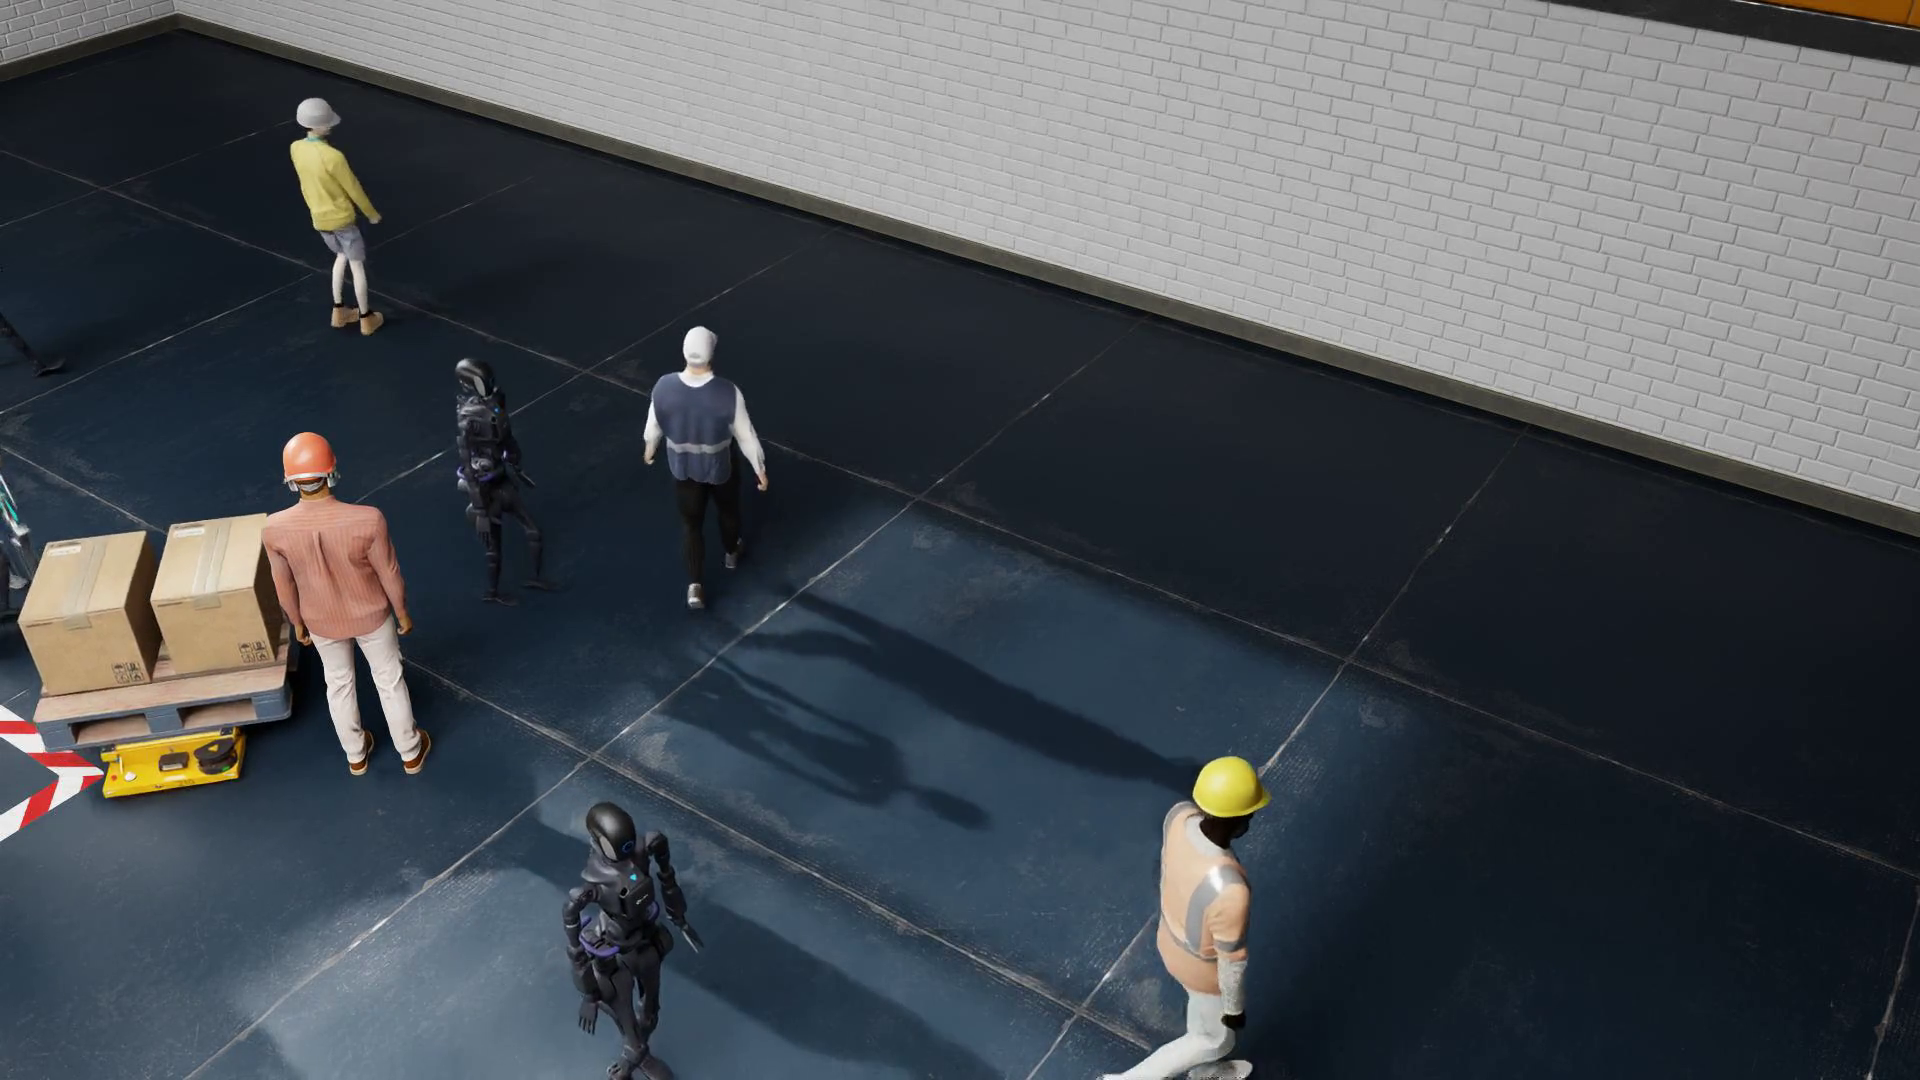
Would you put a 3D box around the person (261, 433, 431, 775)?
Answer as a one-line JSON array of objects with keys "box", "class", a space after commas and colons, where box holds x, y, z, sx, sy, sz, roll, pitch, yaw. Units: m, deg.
[{"box": [-3.038, 0.352, 8.269, 0.610, 1.986, 0.401, -3, 35, -4], "class": "person"}]

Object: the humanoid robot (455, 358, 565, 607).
[{"box": [-2.642, -0.294, 9.466, 0.421, 1.643, 0.585, 6, 35, 8], "class": "humanoid robot"}]

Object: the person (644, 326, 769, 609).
[{"box": [-1.484, -0.432, 9.608, 0.746, 1.727, 0.805, 0, 35, 0], "class": "person"}]

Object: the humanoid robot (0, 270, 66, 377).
[{"box": [-6.956, -1.879, 11.755, 0.762, 1.629, 0.595, -13, 37, -18], "class": "humanoid robot"}]

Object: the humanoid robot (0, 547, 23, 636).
[{"box": [-5.604, -0.155, 9.254, 0.344, 1.638, 0.602, -6, 35, -9], "class": "humanoid robot"}]

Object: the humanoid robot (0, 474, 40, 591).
[{"box": [-5.744, -0.363, 9.567, 0.752, 1.842, 0.557, 27, 43, 33], "class": "humanoid robot"}]

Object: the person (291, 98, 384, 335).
[{"box": [-4.593, -2.388, 12.286, 0.518, 1.867, 0.501, 16, 38, 22], "class": "person"}]

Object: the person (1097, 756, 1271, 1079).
[{"box": [0.914, 1.613, 6.531, 0.689, 1.906, 0.600, -8, 36, -11], "class": "person"}]

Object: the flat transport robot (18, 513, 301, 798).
[{"box": [-4.212, 0.824, 9.086, 0.659, 0.231, 1.431, -8, 36, -11], "class": "flat transport robot"}]

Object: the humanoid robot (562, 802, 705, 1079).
[{"box": [-1.332, 1.643, 6.693, 0.370, 1.646, 0.601, 25, 42, 31], "class": "humanoid robot"}]
